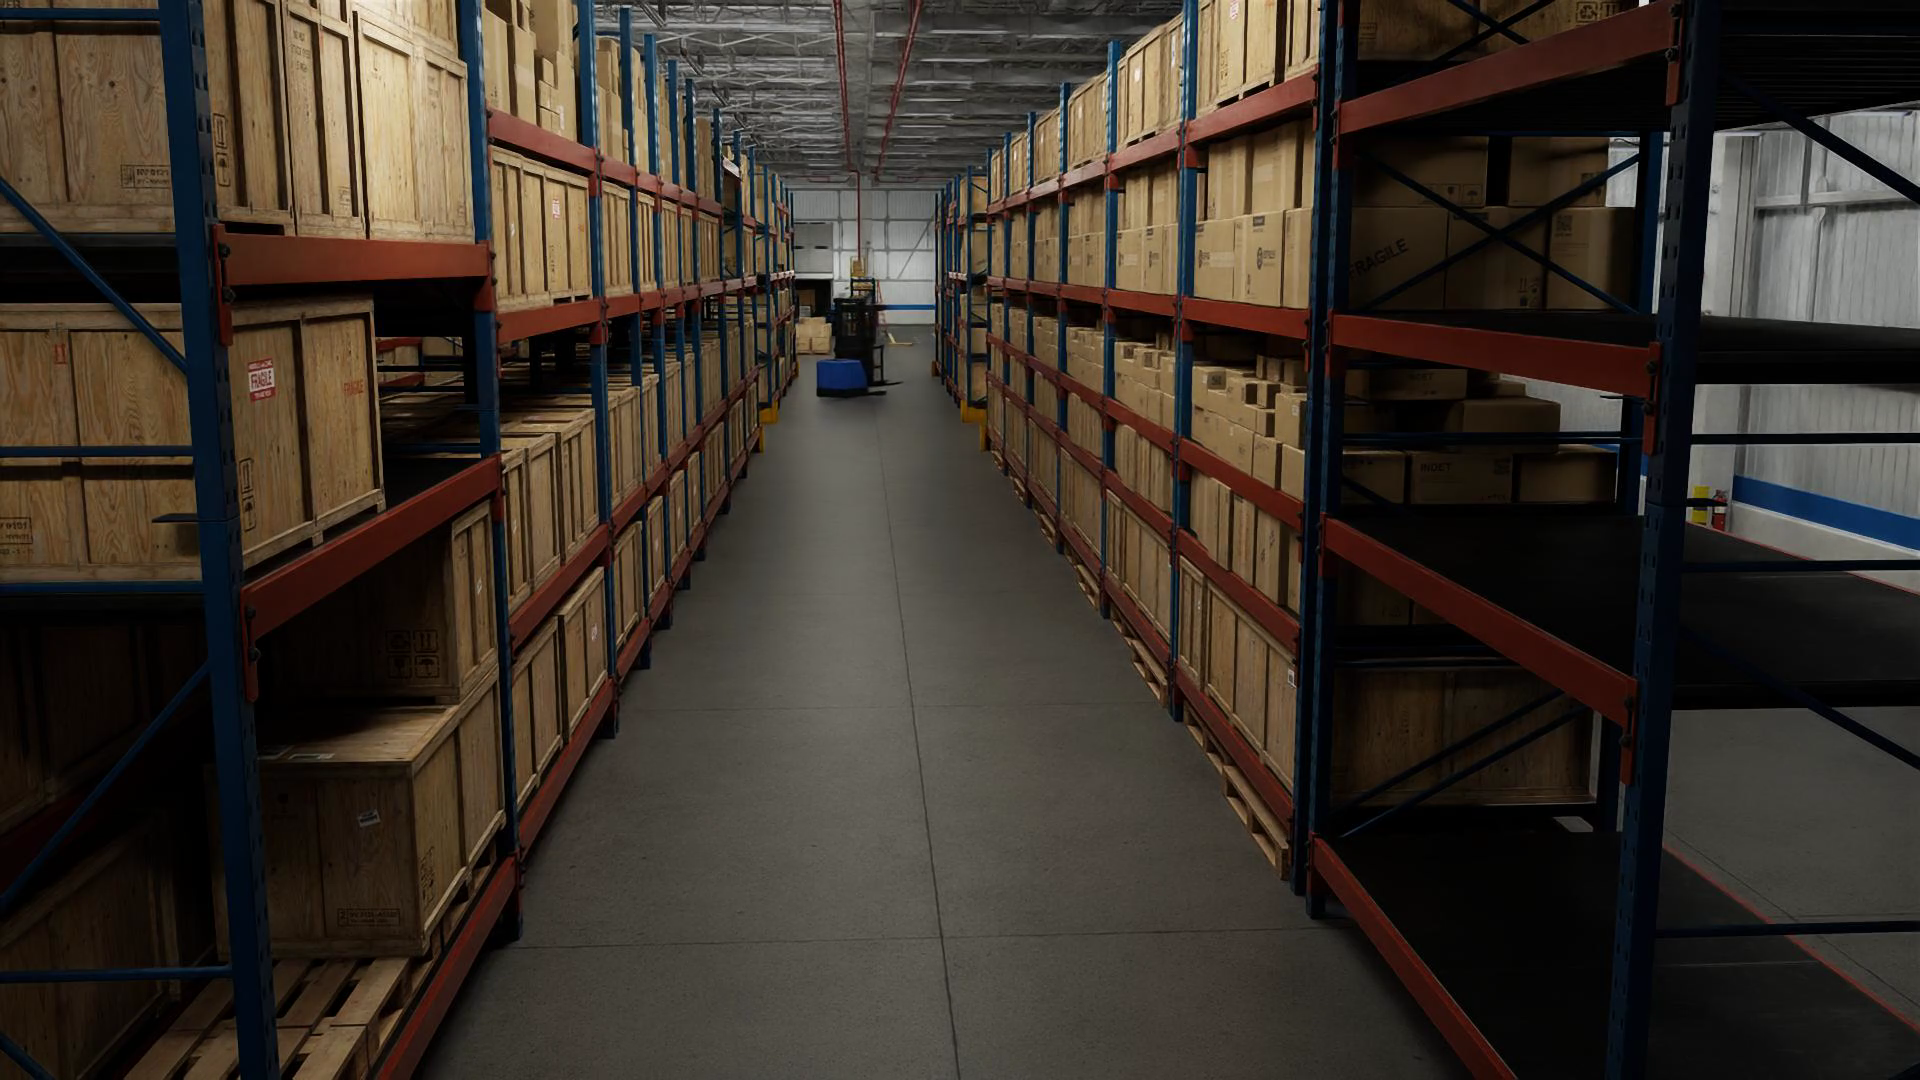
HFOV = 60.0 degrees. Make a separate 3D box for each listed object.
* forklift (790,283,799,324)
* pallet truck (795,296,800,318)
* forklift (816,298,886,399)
[{"bbox_3d":[-8.568,-11.151,81.079,1.129,2.768,1.873,-5,11,-30],"label":"forklift"},{"bbox_3d":[-8.622,-12.439,91.403,1.885,1.965,0.823,2,10,13],"label":"pallet truck"},{"bbox_3d":[-3.112,-5.424,46.870,1.129,2.768,1.873,7,12,34],"label":"forklift"}]
